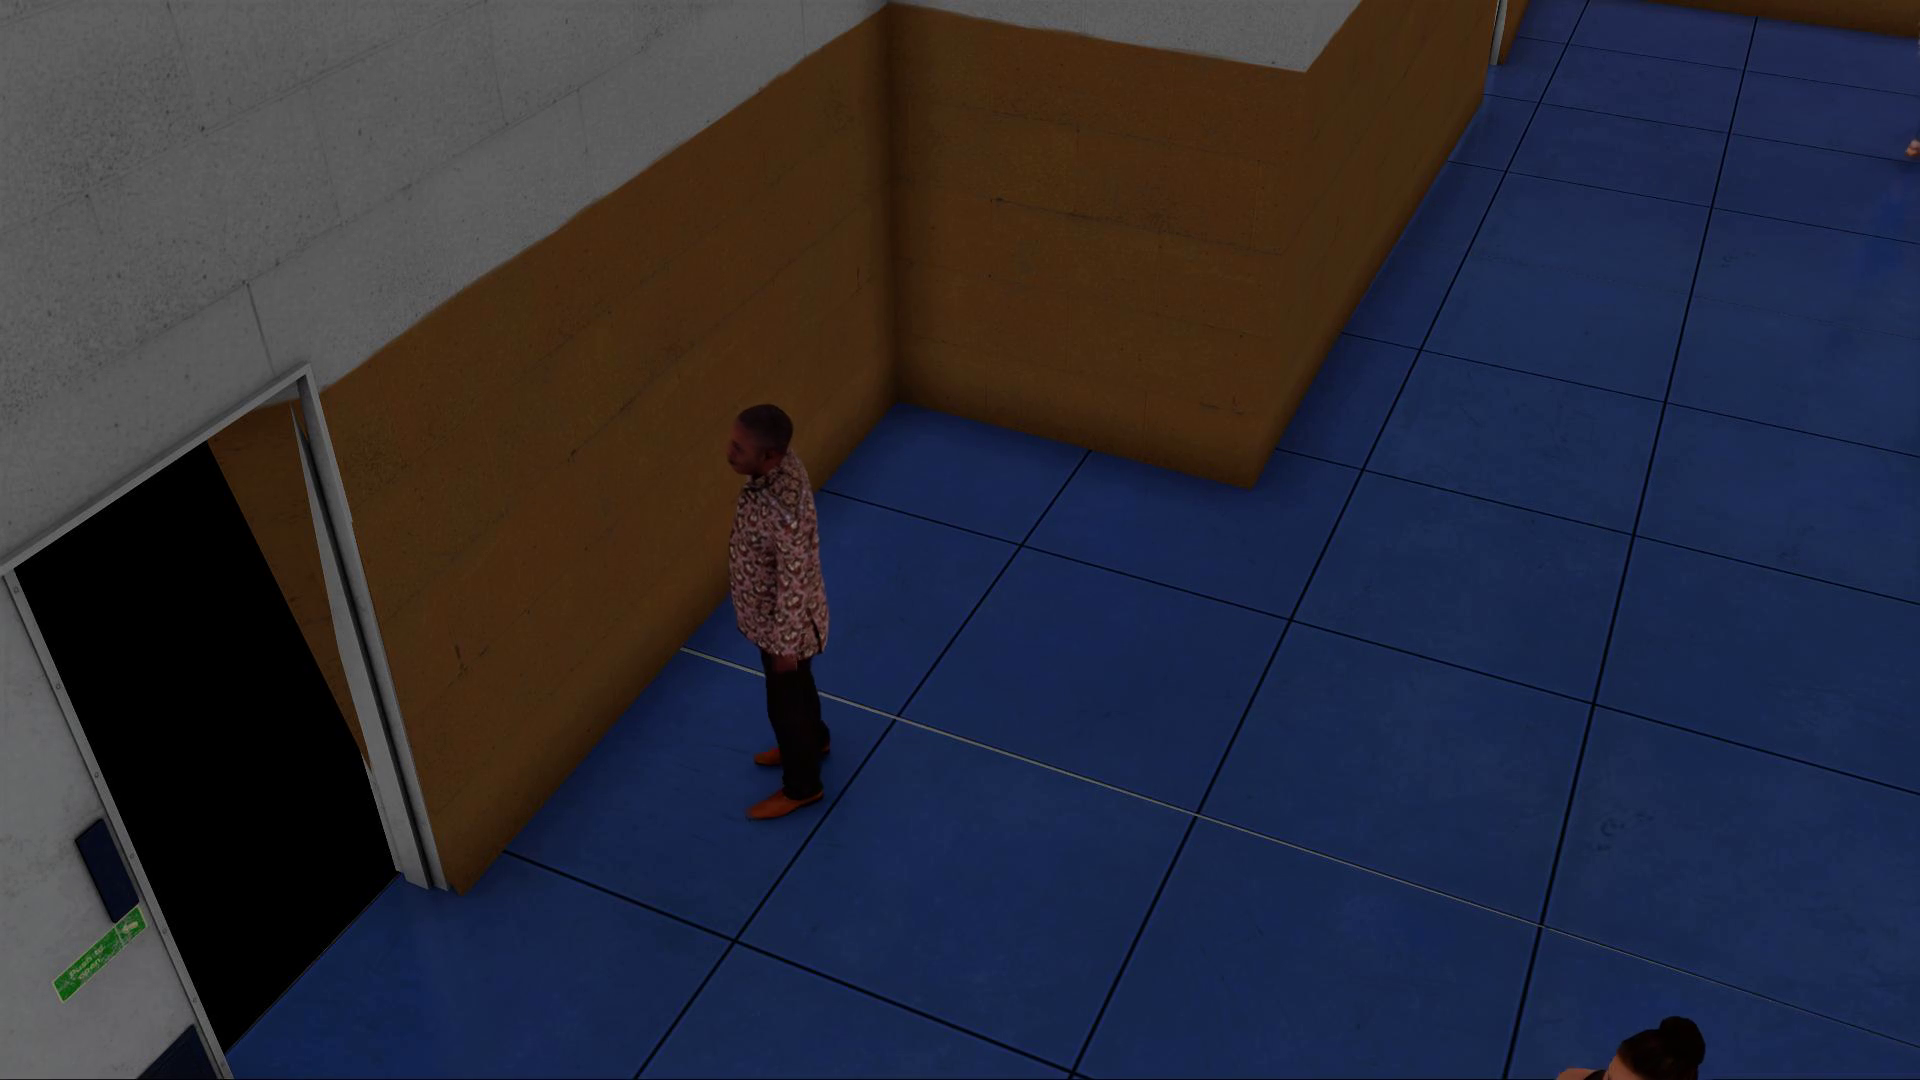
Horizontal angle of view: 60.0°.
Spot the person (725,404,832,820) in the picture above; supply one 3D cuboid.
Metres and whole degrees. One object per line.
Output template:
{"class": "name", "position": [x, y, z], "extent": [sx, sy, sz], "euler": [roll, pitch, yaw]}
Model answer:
{"class": "person", "position": [-0.635, 0.238, 6.236], "extent": [0.839, 1.806, 0.806], "euler": [-8, 38, -11]}

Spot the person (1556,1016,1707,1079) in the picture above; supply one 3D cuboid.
{"class": "person", "position": [1.678, 1.778, 4.311], "extent": [0.994, 1.653, 1.003], "euler": [-18, 40, -22]}
